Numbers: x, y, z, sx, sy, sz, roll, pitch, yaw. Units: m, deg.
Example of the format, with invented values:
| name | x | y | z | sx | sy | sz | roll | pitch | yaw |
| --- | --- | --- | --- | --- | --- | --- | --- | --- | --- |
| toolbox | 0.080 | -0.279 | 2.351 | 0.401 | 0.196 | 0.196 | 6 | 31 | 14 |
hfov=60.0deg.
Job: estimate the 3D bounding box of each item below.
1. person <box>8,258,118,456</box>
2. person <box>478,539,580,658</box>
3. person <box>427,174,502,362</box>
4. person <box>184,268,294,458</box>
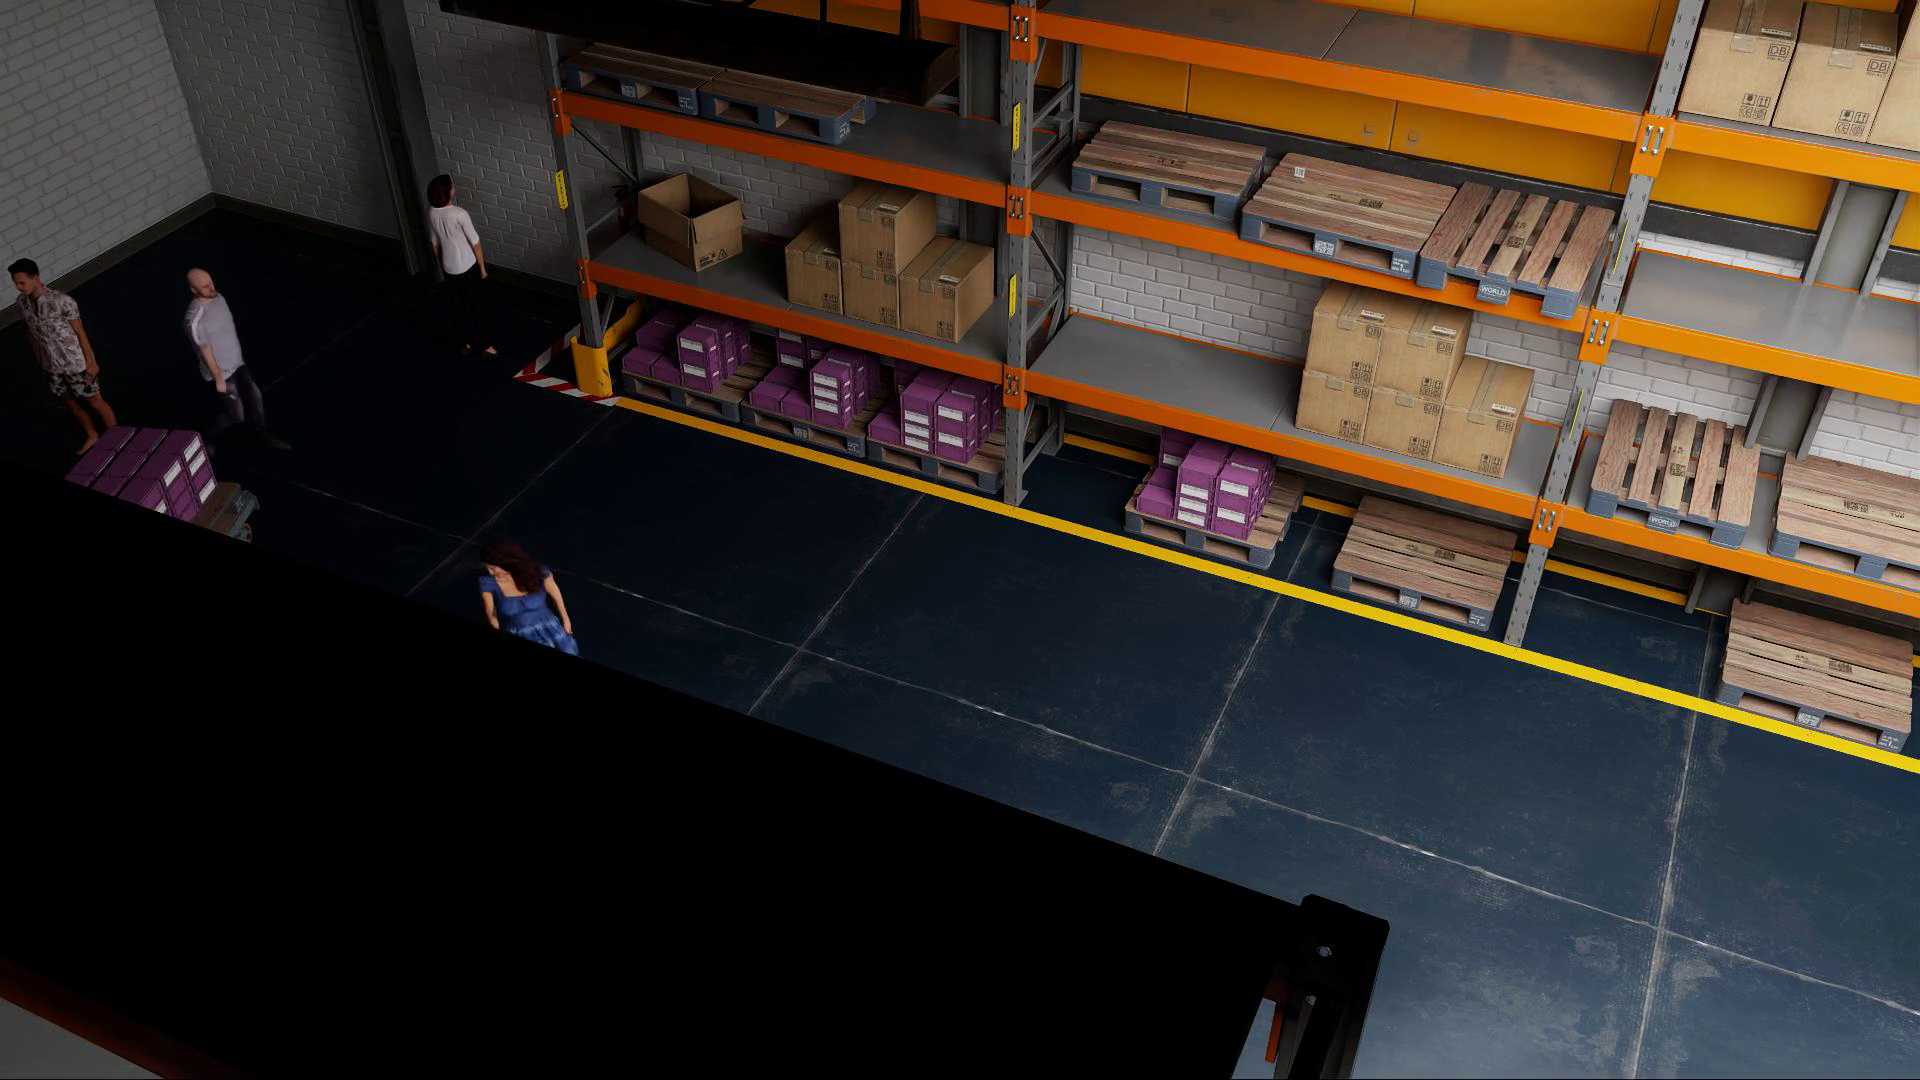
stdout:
| name | x | y | z | sx | sy | sz | roll | pitch | yaw |
| --- | --- | --- | --- | --- | --- | --- | --- | --- | --- |
| person | -7.273 | -1.502 | 13.556 | 0.617 | 1.809 | 0.796 | 6 | 39 | 8 |
| person | -2.727 | 0.658 | 10.875 | 0.854 | 1.779 | 0.923 | -19 | 42 | -22 |
| person | -4.415 | -2.387 | 14.675 | 0.500 | 1.794 | 0.702 | 10 | 40 | 13 |
| person | -6.010 | -1.381 | 13.404 | 1.050 | 1.810 | 0.872 | 1 | 39 | 1 |
